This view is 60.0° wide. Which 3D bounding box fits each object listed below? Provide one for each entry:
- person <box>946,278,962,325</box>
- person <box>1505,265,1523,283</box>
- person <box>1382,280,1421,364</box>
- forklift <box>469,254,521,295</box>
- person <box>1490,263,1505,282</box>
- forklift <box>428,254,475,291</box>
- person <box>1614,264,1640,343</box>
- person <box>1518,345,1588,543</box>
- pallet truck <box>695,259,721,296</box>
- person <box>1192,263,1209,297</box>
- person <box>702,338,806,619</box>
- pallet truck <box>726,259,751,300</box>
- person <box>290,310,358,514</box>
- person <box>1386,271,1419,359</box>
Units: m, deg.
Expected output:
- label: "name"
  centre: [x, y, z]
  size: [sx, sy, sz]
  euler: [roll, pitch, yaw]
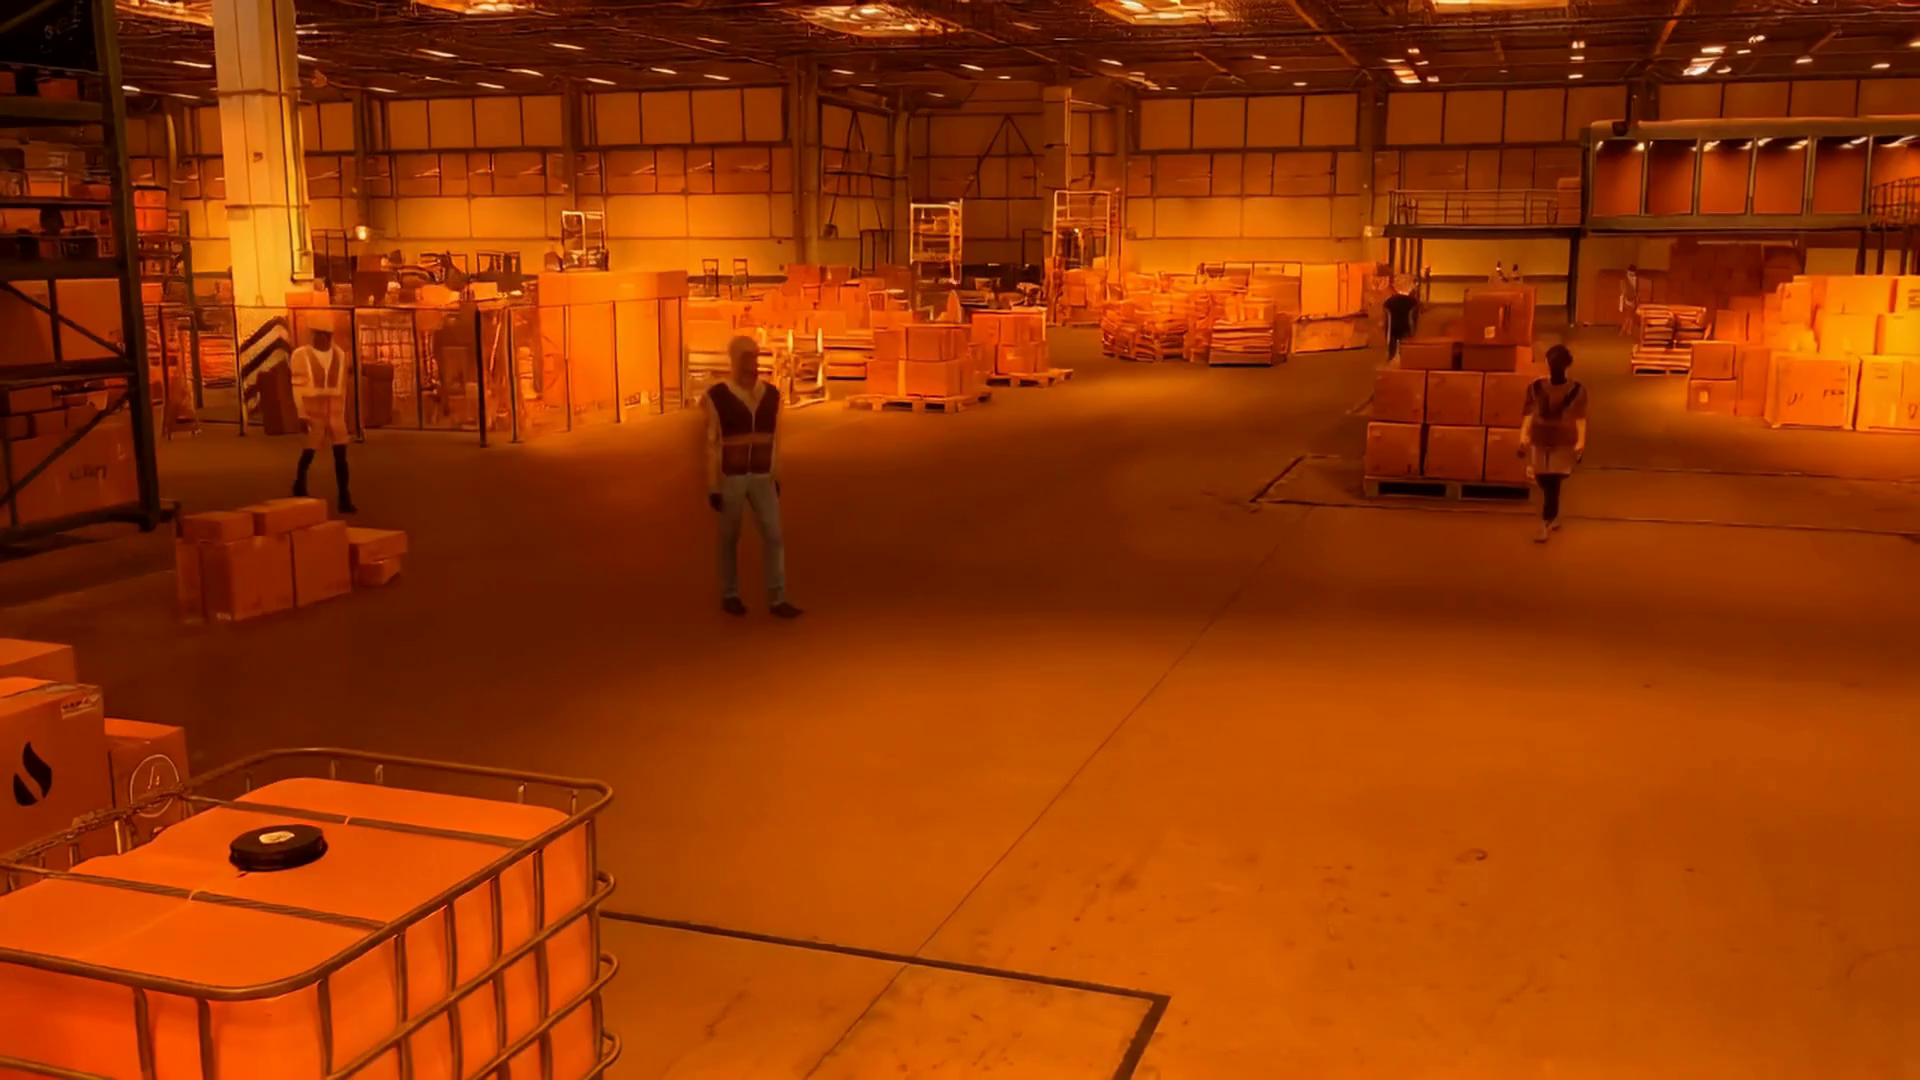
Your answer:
- label: "person"
  centre: [-0.252, -5.231, 38.757]
  size: [0.604, 1.739, 0.546]
  euler: [0, 10, 3]
- label: "person"
  centre: [17.069, -7.526, 51.257]
  size: [0.572, 1.878, 1.005]
  euler: [1, 10, 7]
- label: "person"
  centre: [7.389, -3.383, 27.817]
  size: [0.641, 1.922, 0.464]
  euler: [9, 13, 41]
- label: "forklift"
  centre: [-17.990, -10.121, 64.684]
  size: [1.157, 1.987, 2.680]
  euler: [3, 11, 17]
- label: "person"
  centre: [19.223, -9.012, 59.677]
  size: [0.609, 1.876, 1.057]
  euler: [-2, 10, -13]
- label: "forklift"
  centre: [-20.133, -10.254, 65.465]
  size: [1.157, 1.987, 2.680]
  euler: [3, 11, 19]
- label: "person"
  centre: [17.067, -6.047, 42.529]
  size: [0.612, 2.028, 0.723]
  euler: [-5, 11, -26]
- label: "person"
  centre: [5.096, -0.843, 14.245]
  size: [0.531, 1.669, 0.826]
  euler: [8, 13, 38]
- label: "pallet truck"
  centre: [-9.165, -9.627, 62.776]
  size: [0.823, 1.965, 1.885]
  euler: [4, 11, 23]
- label: "person"
  centre: [8.232, -8.546, 57.005]
  size: [0.585, 1.882, 0.344]
  euler: [3, 11, 18]
- label: "person"
  centre: [-1.374, -0.387, 11.035]
  size: [0.629, 1.880, 0.899]
  euler: [-7, 12, -36]
- label: "pallet truck"
  centre: [-7.986, -9.493, 62.019]
  size: [0.823, 1.965, 1.885]
  euler: [3, 11, 17]
- label: "person"
  centre: [-6.036, -1.210, 15.654]
  size: [0.553, 1.908, 0.893]
  euler: [-10, 14, -43]
- label: "person"
  centre: [9.238, -4.666, 34.717]
  size: [0.680, 2.000, 1.050]
  euler: [4, 11, 24]
